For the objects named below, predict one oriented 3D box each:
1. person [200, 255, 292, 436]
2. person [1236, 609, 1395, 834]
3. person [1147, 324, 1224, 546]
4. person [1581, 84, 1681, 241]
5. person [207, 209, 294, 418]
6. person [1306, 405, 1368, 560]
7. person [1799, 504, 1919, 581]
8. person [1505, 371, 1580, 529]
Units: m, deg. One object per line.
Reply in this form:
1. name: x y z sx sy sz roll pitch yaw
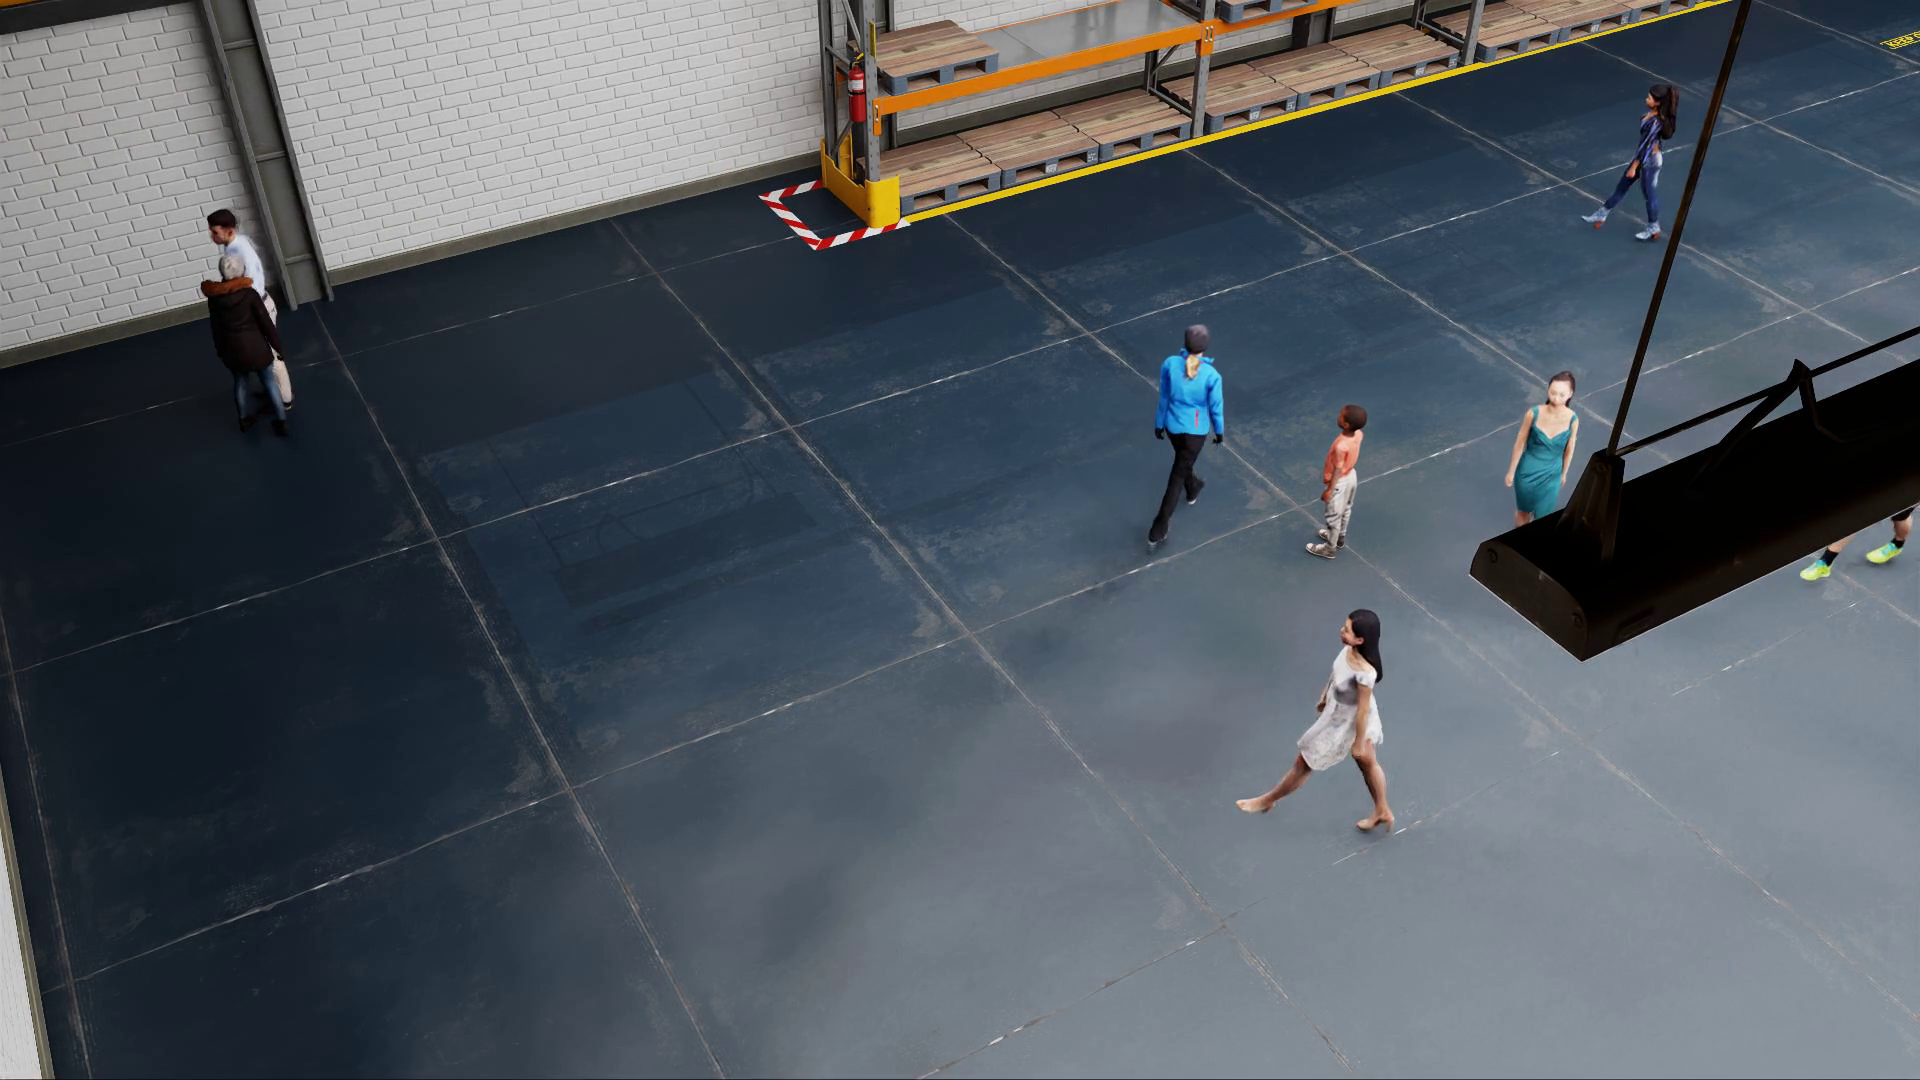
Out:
1. person: -5.712 -1.530 13.395 0.708 1.607 0.855 -6 39 -8
2. person: 2.411 1.133 9.972 1.259 1.718 1.088 4 39 5
3. person: 1.633 -0.745 12.297 1.010 1.750 1.270 21 43 25
4. person: 6.694 -3.604 16.014 1.060 1.581 1.011 11 40 13
5. person: -5.784 -1.882 13.650 0.645 1.840 0.657 -17 41 -20
6. person: 2.817 -0.443 12.272 0.614 1.310 0.509 26 46 29
7. person: 6.787 -0.488 11.904 1.200 1.840 0.747 -15 41 -18
8. person: 4.207 -0.512 12.071 0.712 1.668 0.771 15 41 18
